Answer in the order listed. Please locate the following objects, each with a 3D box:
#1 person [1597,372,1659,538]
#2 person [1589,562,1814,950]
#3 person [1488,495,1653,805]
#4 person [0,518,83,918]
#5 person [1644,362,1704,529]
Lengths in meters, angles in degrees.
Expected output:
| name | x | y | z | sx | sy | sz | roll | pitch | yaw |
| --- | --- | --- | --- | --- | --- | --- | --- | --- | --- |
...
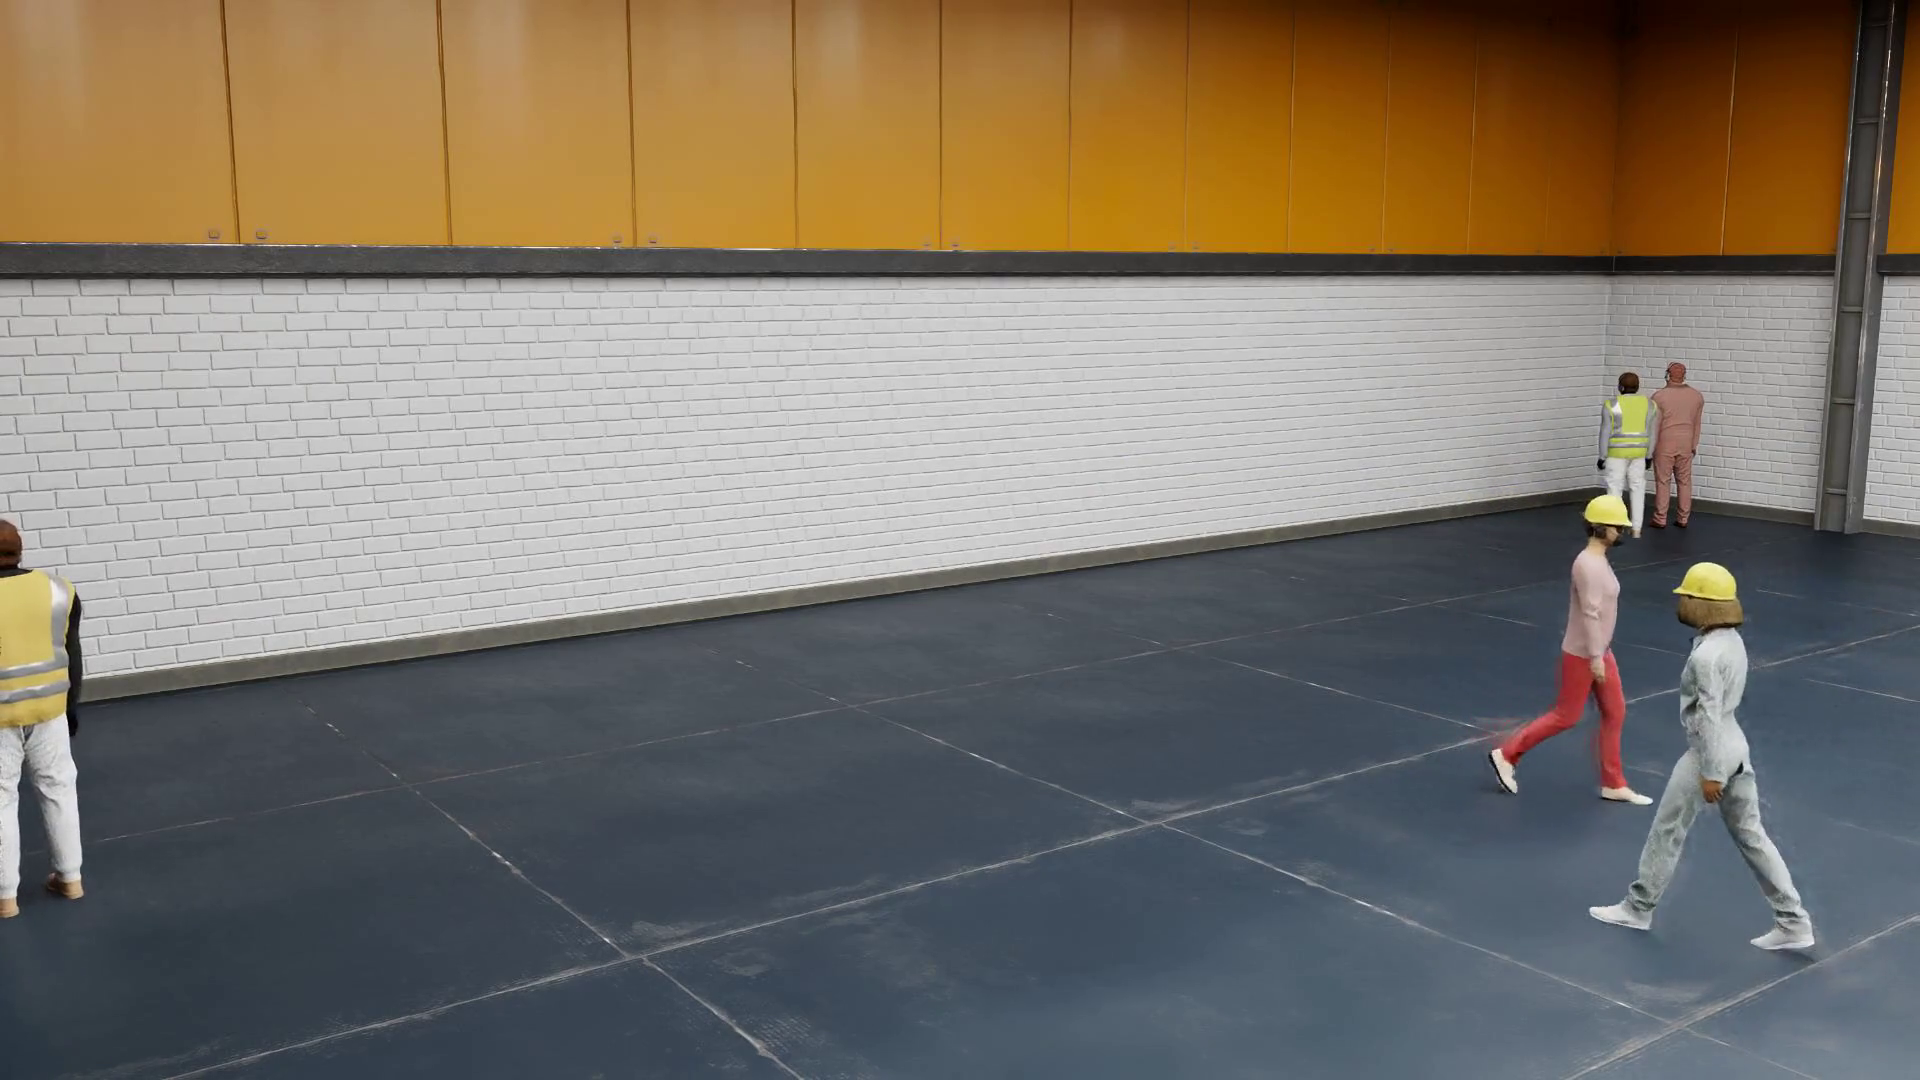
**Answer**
| name | x | y | z | sx | sy | sz | roll | pitch | yaw |
| --- | --- | --- | --- | --- | --- | --- | --- | --- | --- |
| person | 7.341 | -0.931 | 18.348 | 0.633 | 1.840 | 0.429 | 0 | 9 | -1 |
| person | 3.319 | 0.940 | 7.253 | 0.904 | 1.697 | 0.498 | 8 | 12 | 40 |
| person | 3.415 | 0.600 | 9.217 | 0.802 | 1.736 | 0.529 | 6 | 11 | 31 |
| person | -4.351 | 0.804 | 7.643 | 0.429 | 1.842 | 0.626 | 8 | 12 | 40 |
| person | 8.139 | -1.077 | 19.036 | 0.637 | 1.911 | 0.403 | -1 | 9 | -9 |
